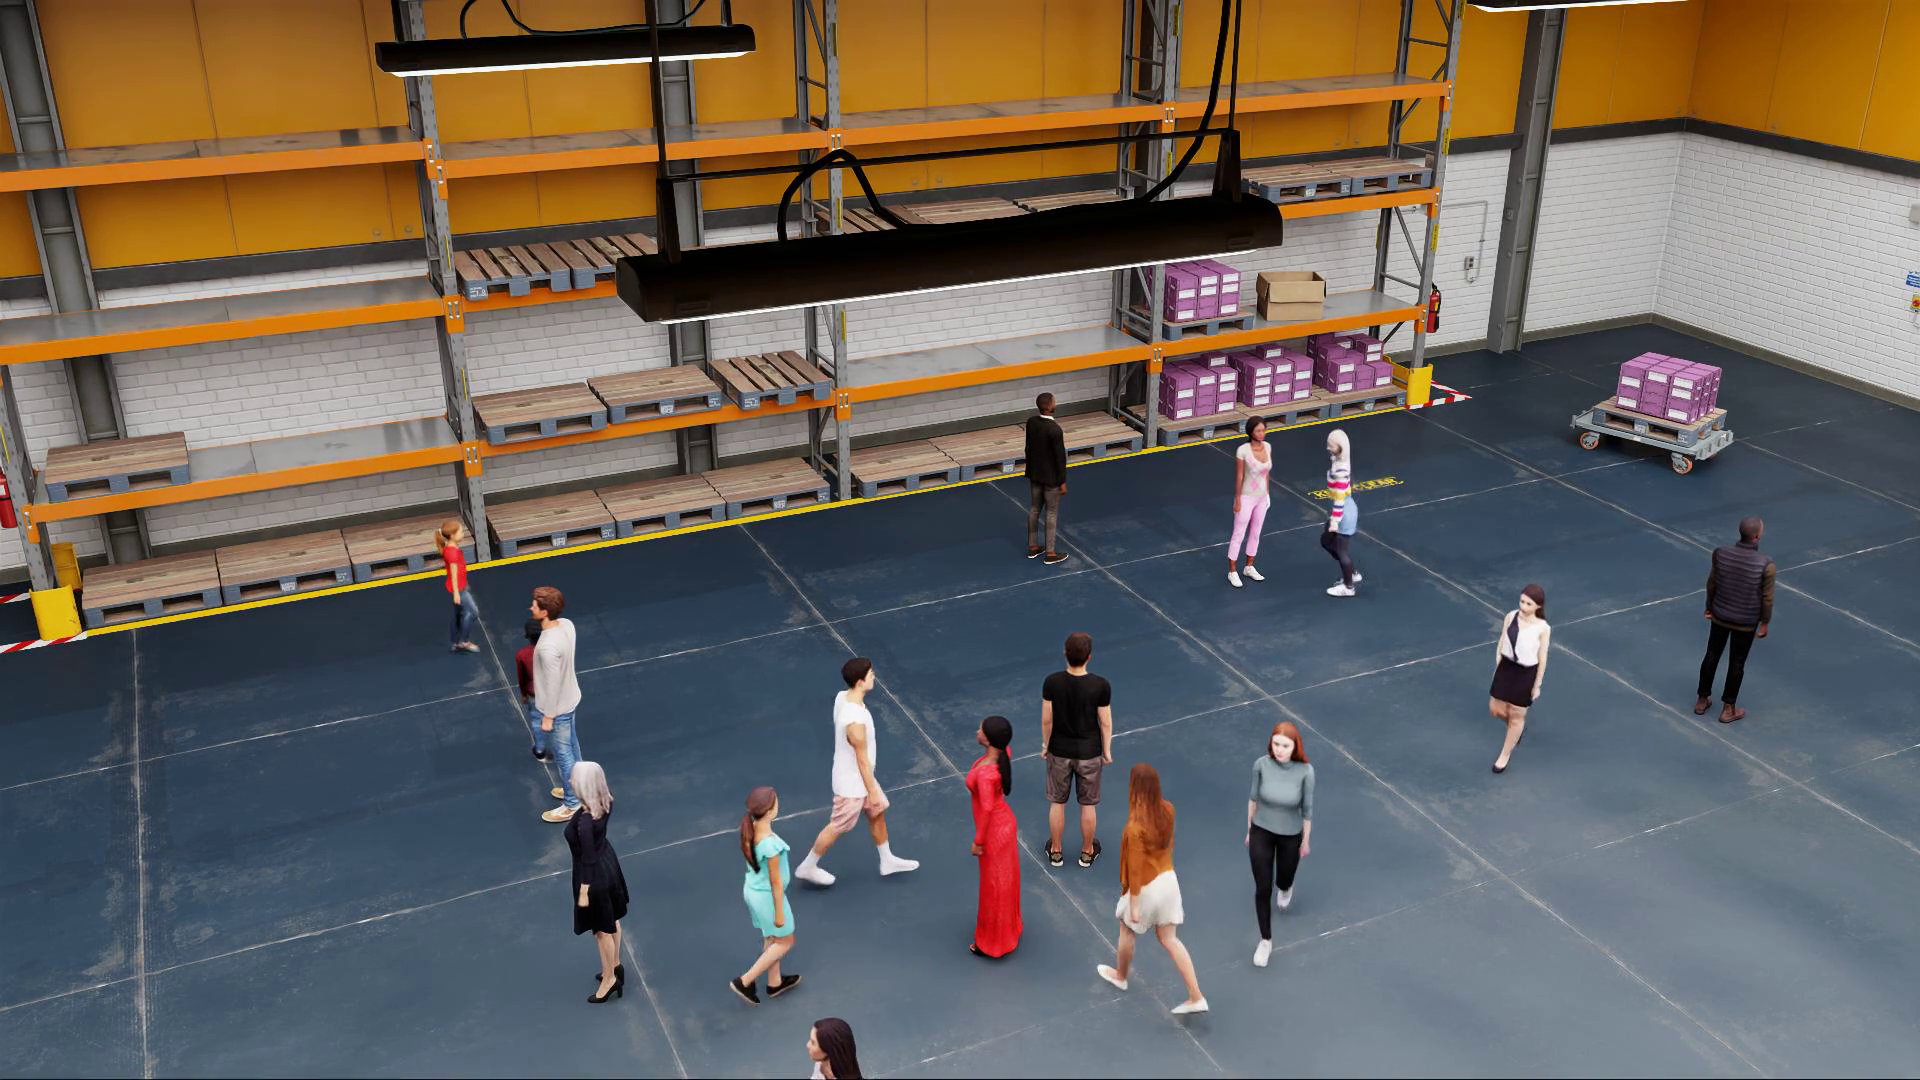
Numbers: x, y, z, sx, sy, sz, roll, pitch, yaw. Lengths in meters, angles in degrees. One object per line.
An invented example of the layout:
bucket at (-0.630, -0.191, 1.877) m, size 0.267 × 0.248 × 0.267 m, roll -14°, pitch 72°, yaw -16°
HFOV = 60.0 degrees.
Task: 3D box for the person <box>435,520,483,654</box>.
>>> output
person at (-4.617, 0.441, 15.053) m, size 0.546 × 1.302 × 0.537 m, roll -7°, pitch 24°, yaw -15°

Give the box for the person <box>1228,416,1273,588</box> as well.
person at (2.878, -0.399, 16.427) m, size 0.466 × 1.741 × 0.656 m, roll -13°, pitch 27°, yaw -27°

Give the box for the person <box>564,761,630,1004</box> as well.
person at (-2.314, 2.157, 10.572) m, size 0.708 × 1.747 × 0.689 m, roll 1°, pitch 24°, yaw 2°

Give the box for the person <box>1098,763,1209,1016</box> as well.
person at (1.270, 2.245, 10.454) m, size 1.083 × 1.680 × 0.881 m, roll -20°, pitch 31°, yaw -39°

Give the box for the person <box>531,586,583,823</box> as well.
person at (-3.016, 1.217, 12.524) m, size 0.733 × 1.906 × 0.742 m, roll 0°, pitch 24°, yaw 1°

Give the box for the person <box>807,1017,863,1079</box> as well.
person at (-0.526, 3.115, 8.575) m, size 1.130 × 1.592 × 0.816 m, roll -4°, pitch 24°, yaw -8°

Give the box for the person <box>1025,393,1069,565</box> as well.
person at (0.868, -0.639, 16.902) m, size 0.679 × 1.800 × 0.722 m, roll -21°, pitch 31°, yaw -40°

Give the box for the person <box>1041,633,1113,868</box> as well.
person at (0.818, 1.505, 11.920) m, size 0.709 × 1.861 × 0.822 m, roll 2°, pitch 24°, yaw 6°

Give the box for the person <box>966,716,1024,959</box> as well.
person at (0.230, 1.948, 11.005) m, size 0.783 × 1.783 × 0.731 m, roll 7°, pitch 25°, yaw 15°

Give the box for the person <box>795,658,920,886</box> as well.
person at (-0.832, 1.679, 11.667) m, size 1.206 × 1.746 × 0.881 m, roll -3°, pitch 24°, yaw -7°

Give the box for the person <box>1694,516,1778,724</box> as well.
person at (6.476, 0.648, 13.912) m, size 0.693 × 1.836 × 0.758 m, roll -21°, pitch 31°, yaw -39°

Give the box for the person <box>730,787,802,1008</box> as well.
person at (-1.275, 2.284, 10.527) m, size 0.808 × 1.551 × 0.645 m, roll -15°, pitch 28°, yaw -31°

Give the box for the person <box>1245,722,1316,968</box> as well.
person at (2.122, 1.954, 11.061) m, size 0.967 × 1.727 × 1.036 m, roll 9°, pitch 25°, yaw 20°

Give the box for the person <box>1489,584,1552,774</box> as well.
person at (4.458, 1.078, 13.174) m, size 0.702 × 1.640 × 0.789 m, roll 21°, pitch 31°, yaw 39°

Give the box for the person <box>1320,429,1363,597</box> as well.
person at (3.745, -0.256, 16.064) m, size 0.895 × 1.770 × 0.850 m, roll 5°, pitch 24°, yaw 12°
